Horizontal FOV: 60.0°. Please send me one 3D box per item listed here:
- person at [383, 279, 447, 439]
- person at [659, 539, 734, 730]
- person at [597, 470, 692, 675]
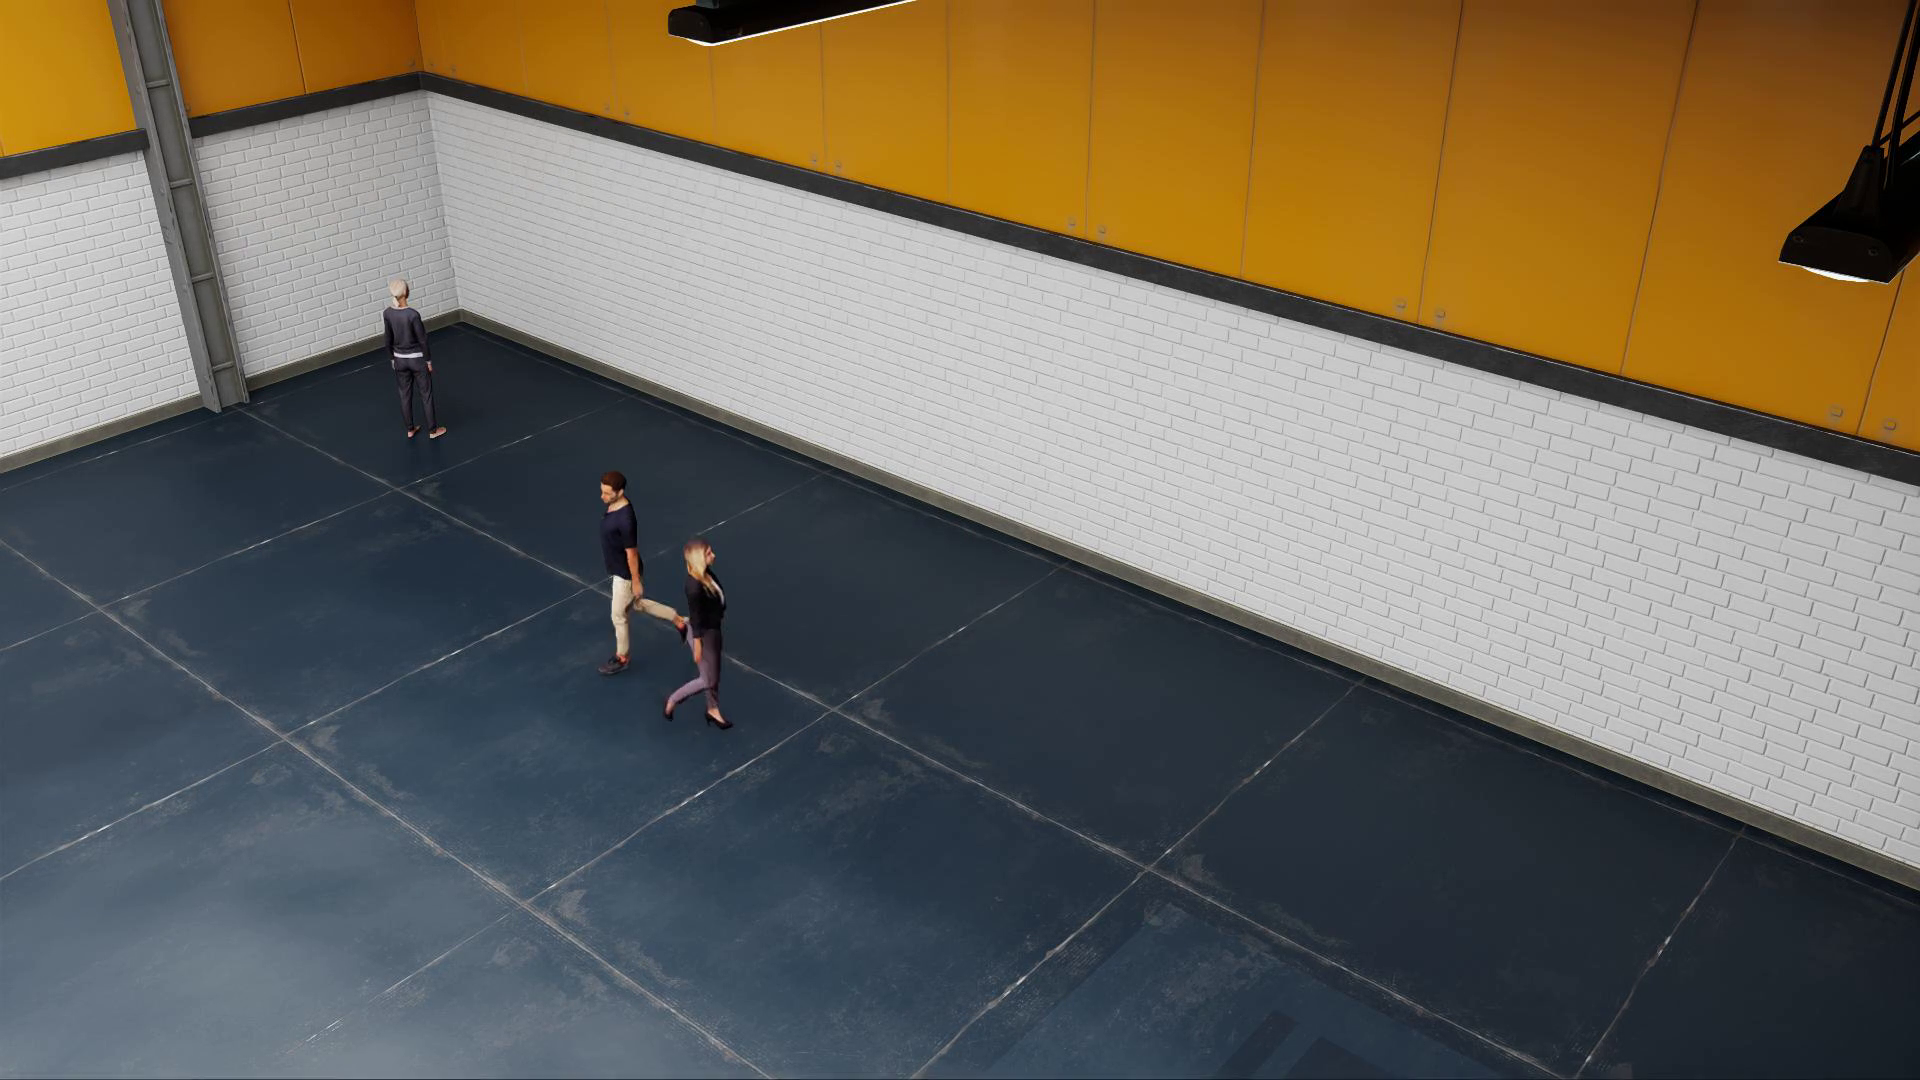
[{"bbox_3d":[-5.705,-1.889,17.264,0.691,1.726,0.686,5,29,9],"label":"person"},{"bbox_3d":[-2.004,0.742,12.508,0.906,1.661,0.864,0,29,0],"label":"person"},{"bbox_3d":[-2.568,0.243,13.256,1.176,1.821,0.972,-10,30,-18],"label":"person"}]
